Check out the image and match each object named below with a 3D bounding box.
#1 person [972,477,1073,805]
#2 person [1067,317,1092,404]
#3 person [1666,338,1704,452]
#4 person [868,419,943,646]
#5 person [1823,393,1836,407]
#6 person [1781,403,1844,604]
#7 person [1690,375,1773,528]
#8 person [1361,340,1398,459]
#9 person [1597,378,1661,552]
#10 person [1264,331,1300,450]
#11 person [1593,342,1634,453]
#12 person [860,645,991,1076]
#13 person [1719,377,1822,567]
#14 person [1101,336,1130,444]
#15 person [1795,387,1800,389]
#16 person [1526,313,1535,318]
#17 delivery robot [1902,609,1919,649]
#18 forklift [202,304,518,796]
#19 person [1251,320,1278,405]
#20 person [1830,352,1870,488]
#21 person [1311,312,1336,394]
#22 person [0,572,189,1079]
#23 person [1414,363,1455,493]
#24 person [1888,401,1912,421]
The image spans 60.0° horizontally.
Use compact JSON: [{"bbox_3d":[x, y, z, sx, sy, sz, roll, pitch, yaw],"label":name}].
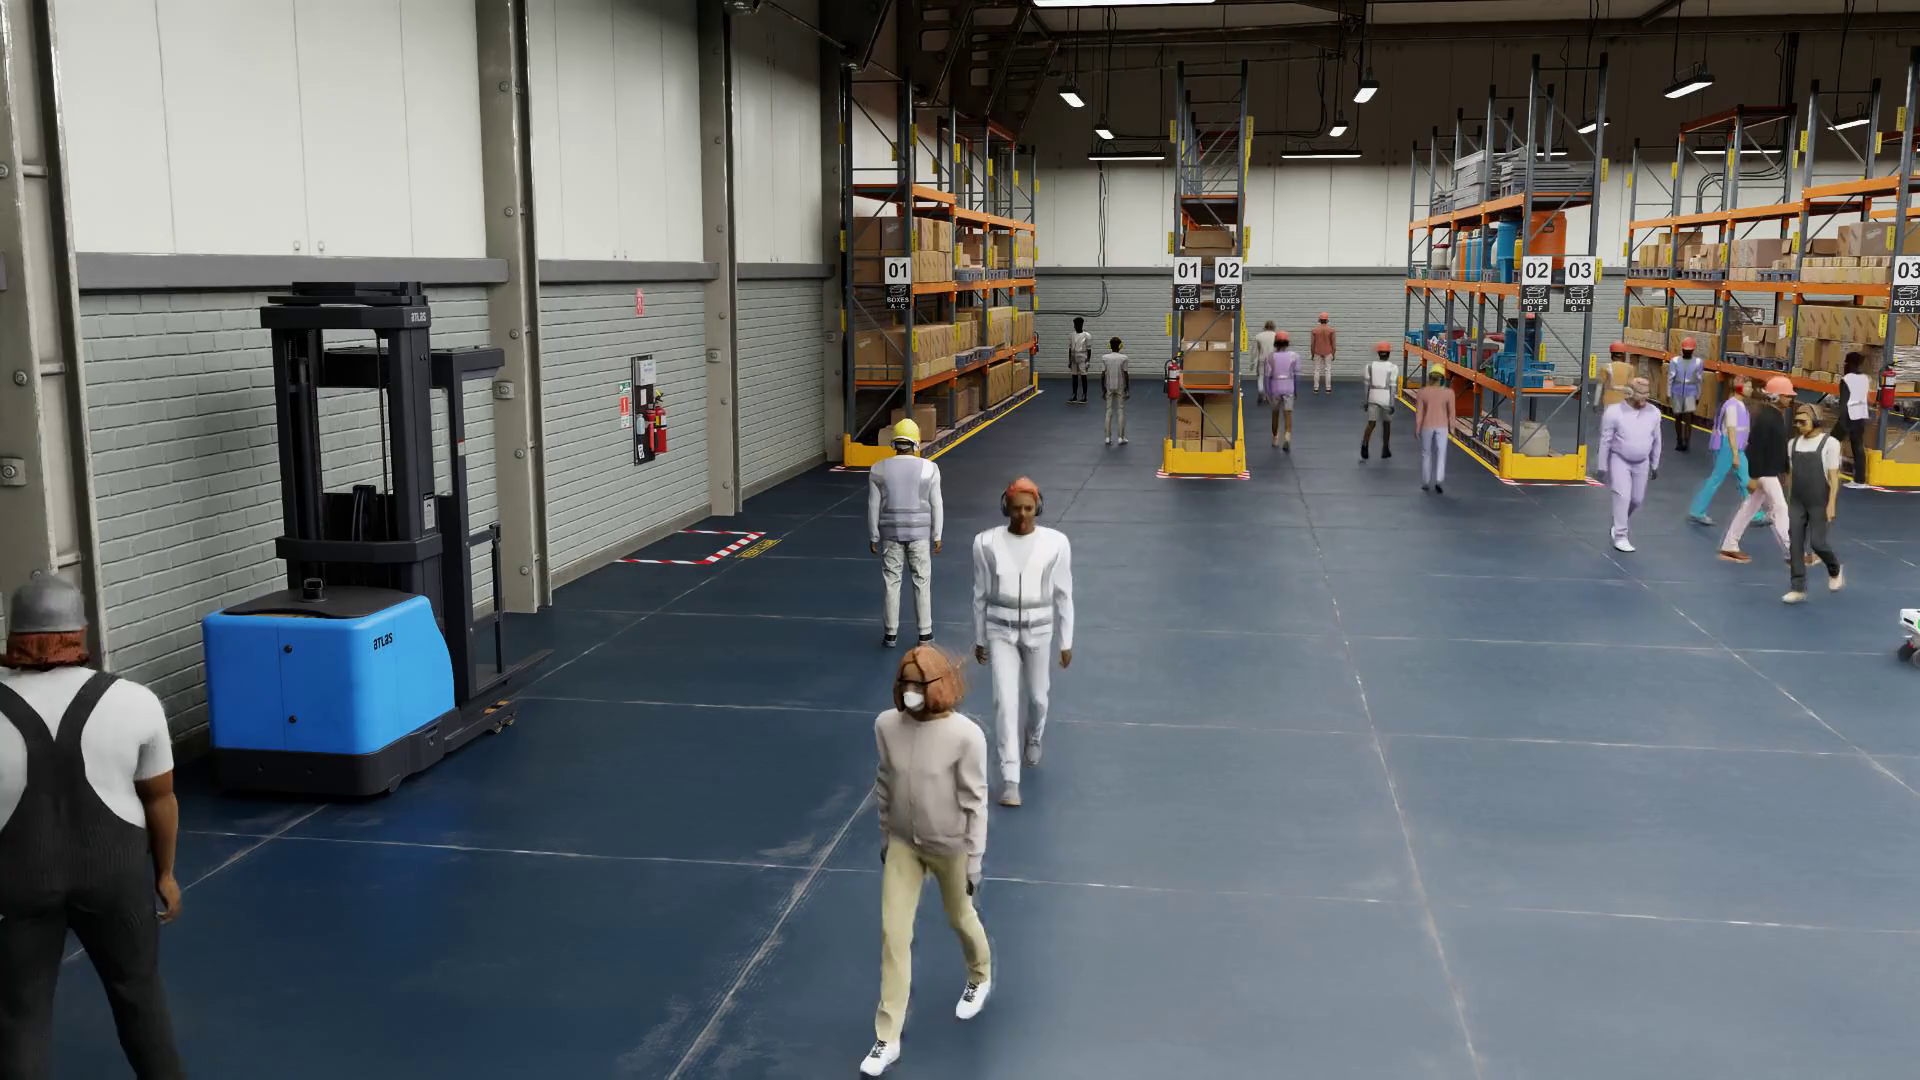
[{"bbox_3d":[0.364,0.533,9.692,0.582,1.855,0.881,0,9,1],"label":"person"},{"bbox_3d":[2.705,-4.083,37.797,0.604,1.959,0.377,7,12,39],"label":"person"},{"bbox_3d":[12.048,-2.412,27.700,0.547,1.883,0.964,5,10,28],"label":"person"},{"bbox_3d":[-0.435,-0.059,13.368,0.602,1.830,0.404,0,9,0],"label":"person"},{"bbox_3d":[19.225,-3.822,36.638,0.631,1.819,0.804,4,10,21],"label":"person"},{"bbox_3d":[7.778,-0.340,15.140,0.617,1.822,0.532,-6,11,-31],"label":"person"},{"bbox_3d":[9.112,-1.036,19.504,0.994,1.793,0.587,7,12,37],"label":"person"},{"bbox_3d":[6.705,-2.244,26.646,0.556,1.910,0.896,6,11,33],"label":"person"},{"bbox_3d":[7.268,-0.848,18.134,0.675,1.873,0.792,-1,9,-4],"label":"person"},{"bbox_3d":[5.438,-2.533,28.130,0.604,2.008,1.031,1,9,8],"label":"person"},{"bbox_3d":[10.437,-2.218,26.554,0.560,1.881,1.039,-1,9,-3],"label":"person"},{"bbox_3d":[-0.099,1.179,6.474,0.511,1.593,0.839,5,10,27],"label":"person"},{"bbox_3d":[8.296,-0.690,16.939,1.010,1.938,0.614,6,11,33],"label":"person"},{"bbox_3d":[2.719,-2.623,29.063,0.513,1.875,0.328,3,10,18],"label":"person"},{"bbox_3d":[21.500,-4.791,42.552,0.599,1.830,0.403,-5,10,-28],"label":"person"},{"bbox_3d":[13.743,-4.477,40.156,0.625,1.986,0.409,-6,11,-33],"label":"person"},{"bbox_3d":[7.619,0.659,12.716,0.707,0.478,0.477,1,9,7],"label":"delivery robot"},{"bbox_3d":[-3.673,-0.038,10.147,1.129,2.768,1.873,1,9,9],"label":"forklift"},{"bbox_3d":[6.862,-3.956,37.198,0.688,1.900,0.760,2,9,12],"label":"person"},{"bbox_3d":[12.355,-1.689,23.302,0.592,1.867,0.964,-5,10,-27],"label":"person"},{"bbox_3d":[8.896,-4.577,40.728,0.611,1.997,0.375,3,10,18],"label":"person"},{"bbox_3d":[-3.024,1.116,5.613,0.688,2.000,0.535,-5,11,-29],"label":"person"},{"bbox_3d":[6.508,-1.536,22.808,0.534,1.790,0.467,4,10,21],"label":"person"},{"bbox_3d":[18.909,-3.361,33.502,0.615,1.917,0.898,1,9,8],"label":"person"}]
